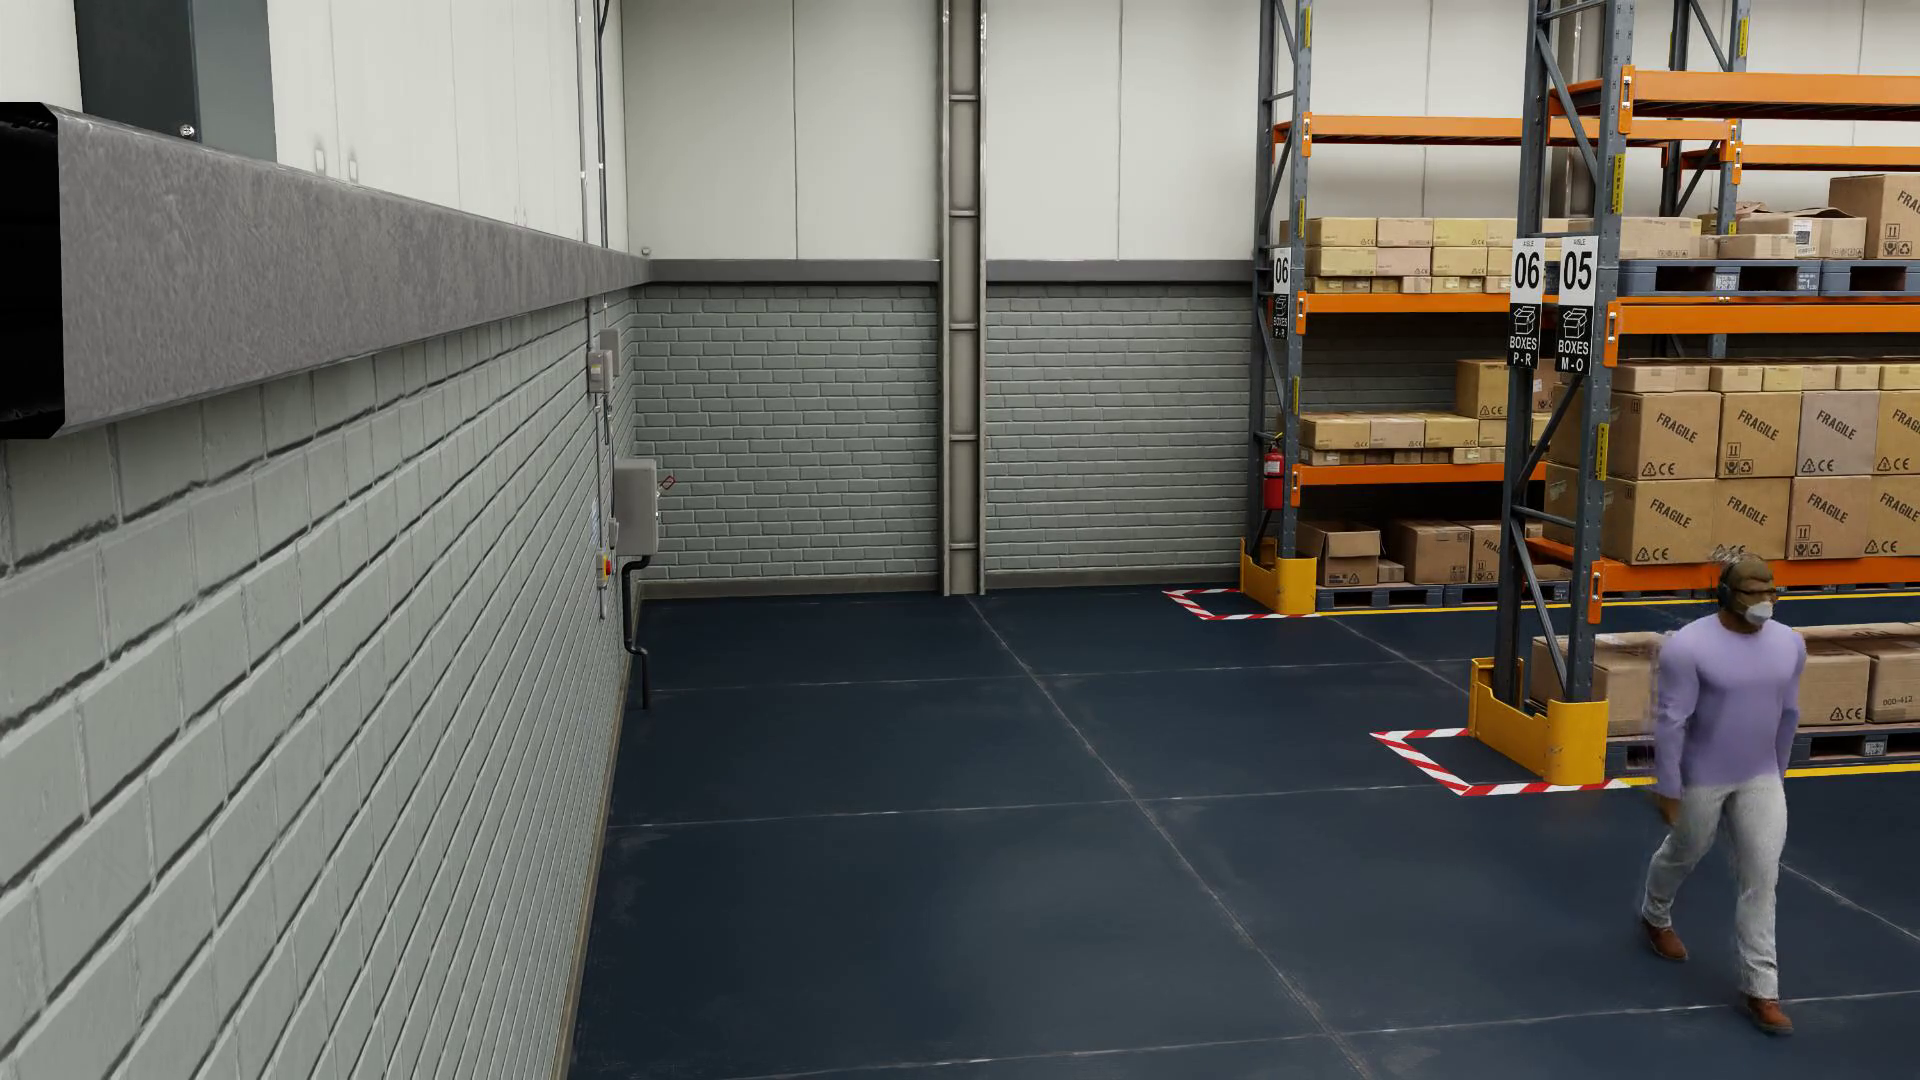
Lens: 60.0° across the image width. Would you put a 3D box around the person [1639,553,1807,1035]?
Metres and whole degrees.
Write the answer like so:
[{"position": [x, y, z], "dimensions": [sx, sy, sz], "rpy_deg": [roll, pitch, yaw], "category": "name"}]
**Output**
[{"position": [3.185, 0.973, 6.952], "dimensions": [0.640, 1.896, 1.025], "rpy_deg": [0, 9, -3], "category": "person"}]
